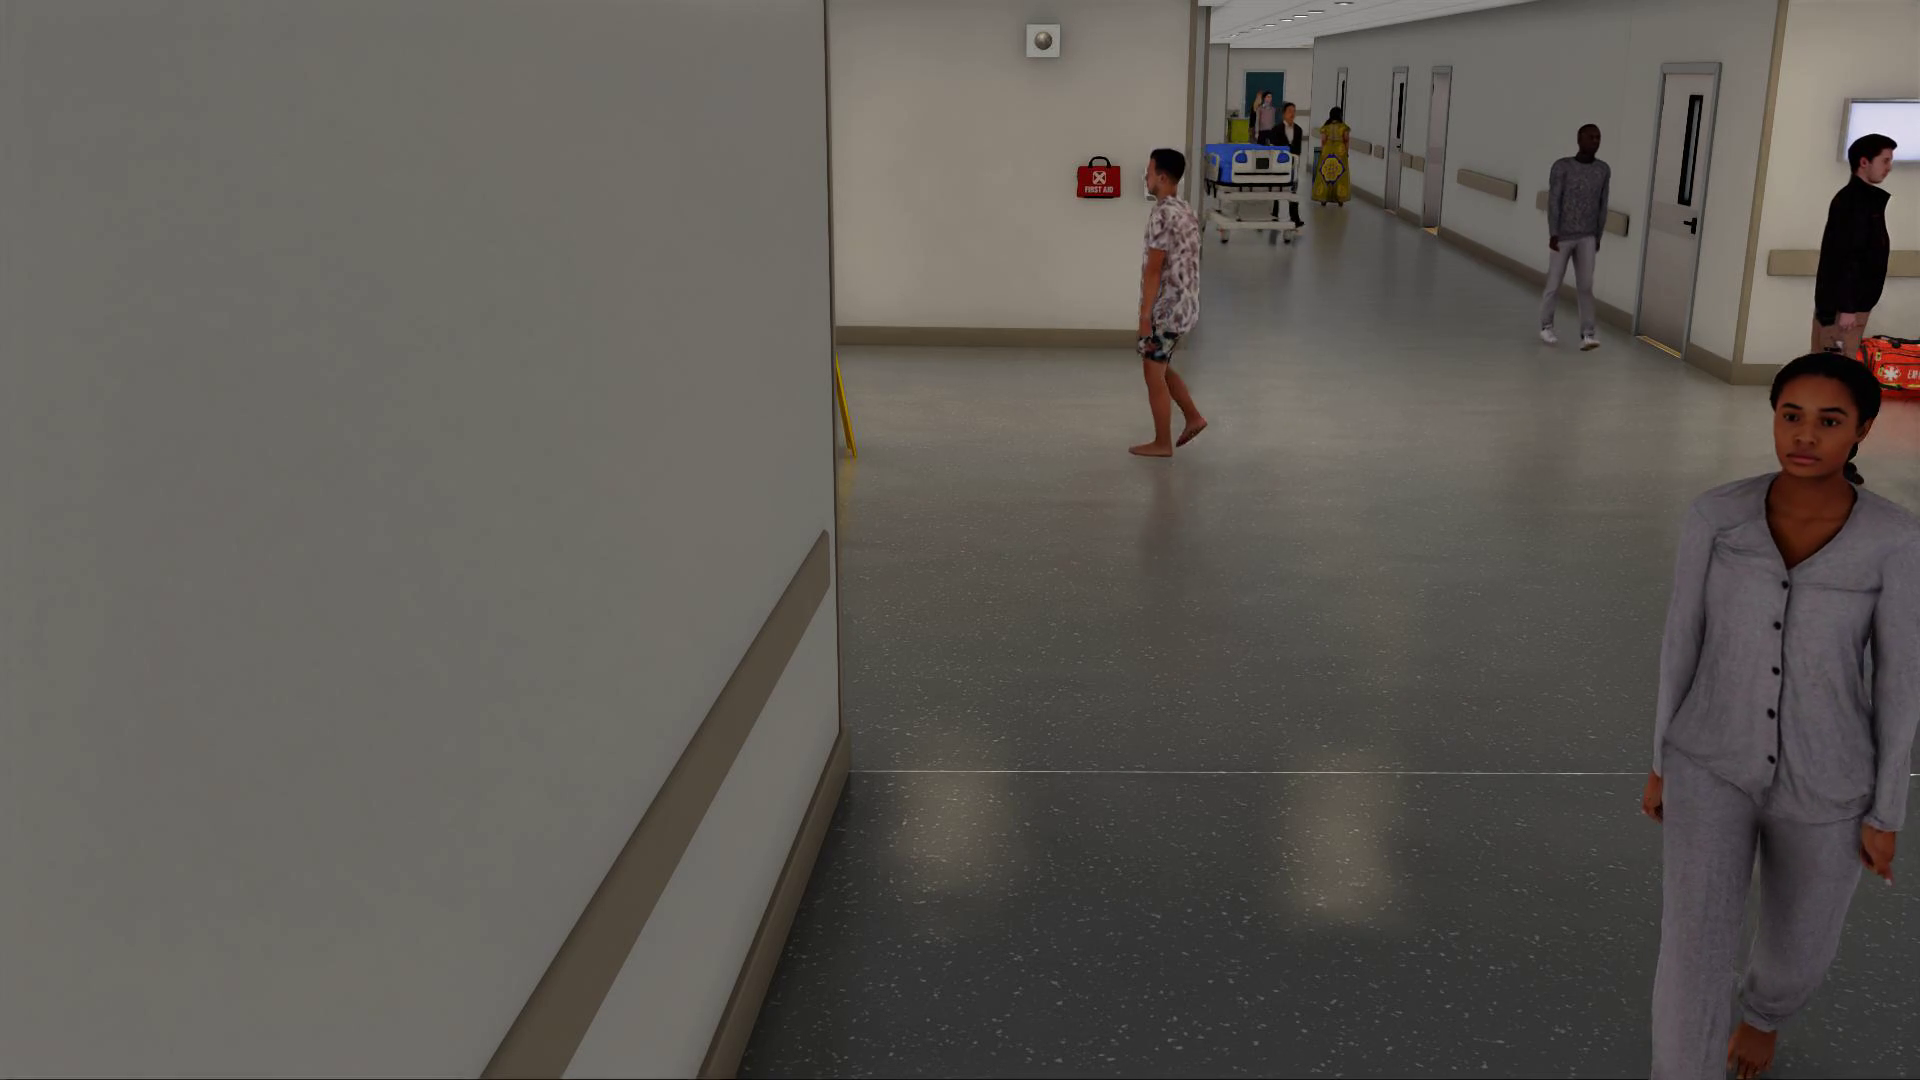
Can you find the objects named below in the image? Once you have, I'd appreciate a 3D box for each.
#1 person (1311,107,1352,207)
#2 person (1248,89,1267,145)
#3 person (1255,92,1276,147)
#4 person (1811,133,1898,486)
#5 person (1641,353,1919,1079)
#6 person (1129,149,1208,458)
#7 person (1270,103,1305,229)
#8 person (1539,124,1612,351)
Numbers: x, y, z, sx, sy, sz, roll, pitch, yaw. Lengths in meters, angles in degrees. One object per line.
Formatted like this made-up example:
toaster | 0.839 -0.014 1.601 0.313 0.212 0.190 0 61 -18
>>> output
person | 6.427 -6.597 28.598 0.742 1.658 0.940 3 16 12
person | 6.832 -9.439 38.446 1.208 1.785 1.092 -11 19 -35
person | 6.871 -9.161 37.415 0.590 1.808 0.751 -4 16 -13
person | 4.905 -1.277 9.244 0.729 1.922 0.771 7 17 24
person | 1.694 0.467 3.442 1.159 1.711 1.025 9 18 29
person | 1.295 -1.367 9.785 0.854 1.800 0.817 9 18 28
person | 4.688 -5.434 24.262 1.067 1.773 0.944 -3 16 -11
person | 5.022 -2.481 13.744 1.063 1.797 0.789 0 16 1
